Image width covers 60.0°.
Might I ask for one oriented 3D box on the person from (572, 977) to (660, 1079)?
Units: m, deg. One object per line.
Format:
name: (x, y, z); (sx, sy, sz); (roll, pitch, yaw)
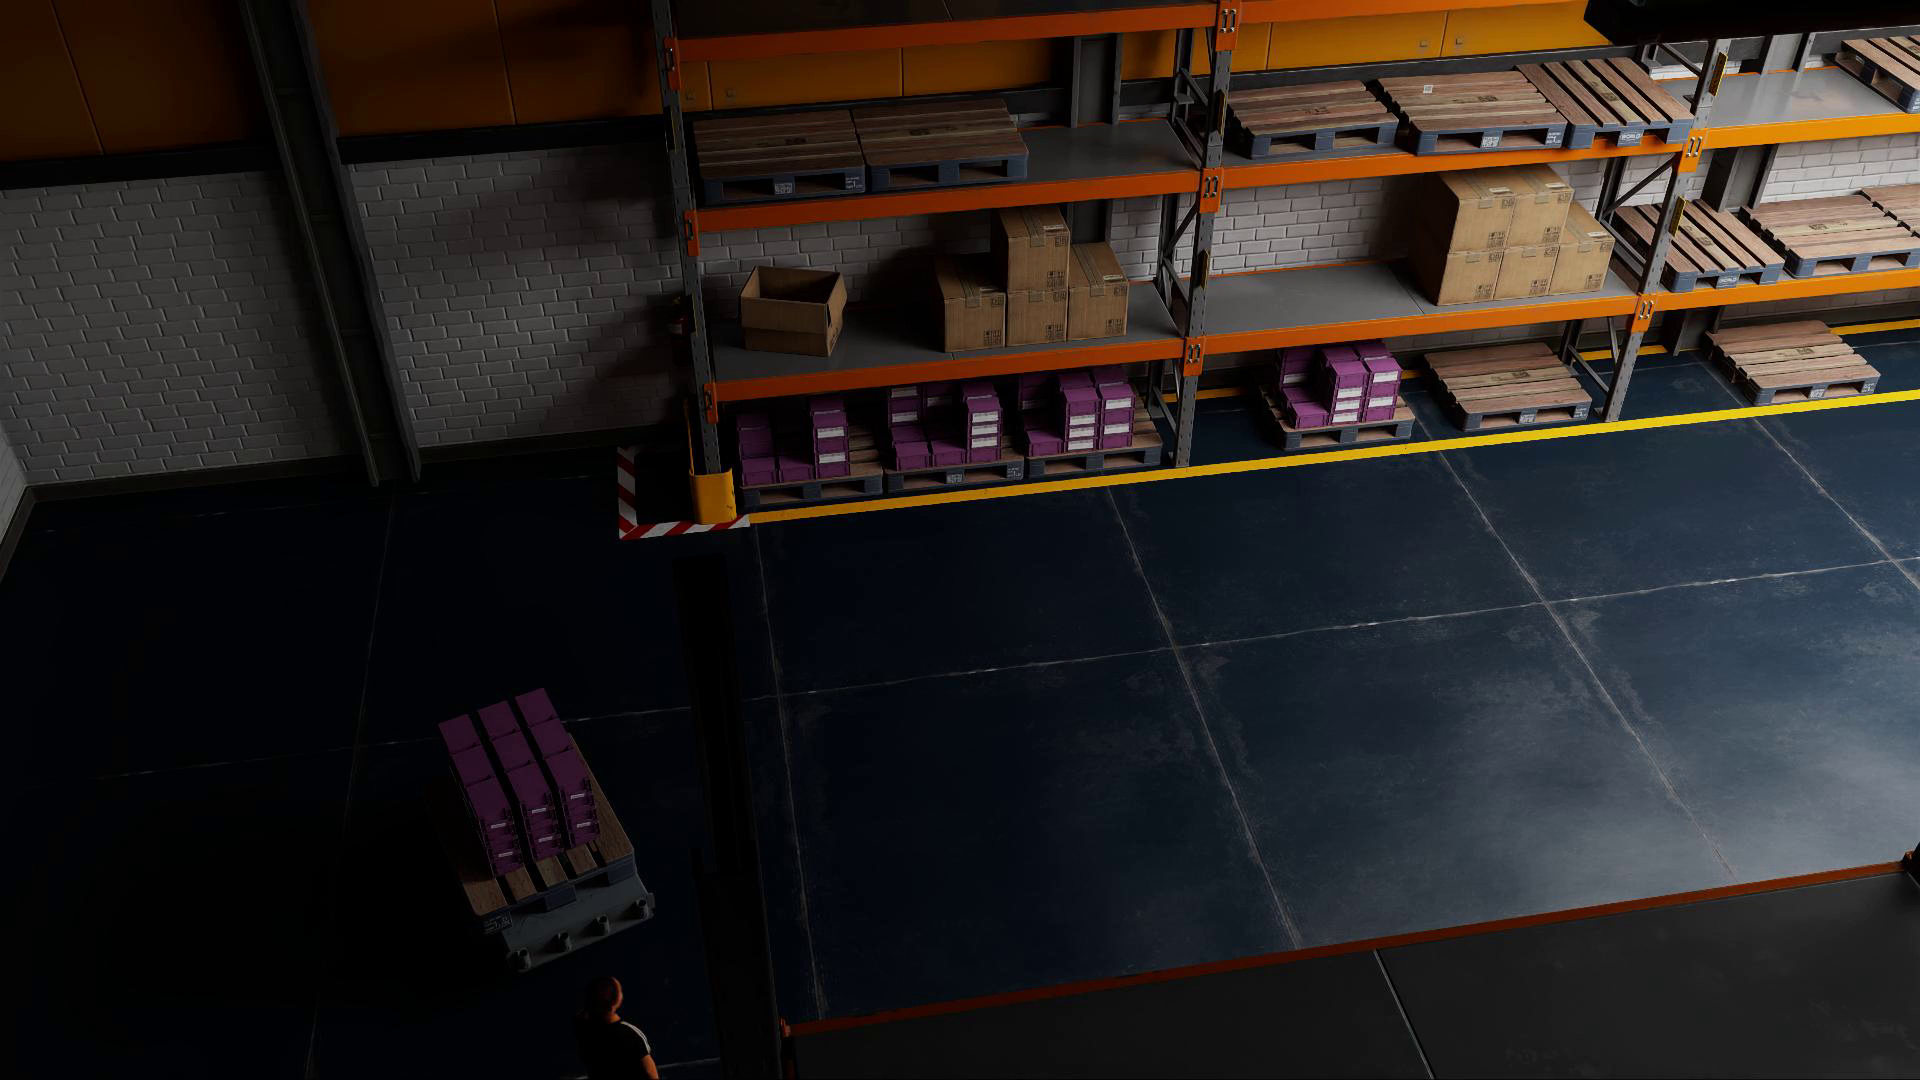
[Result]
person: (-1.780, 2.859, 8.714); (0.600, 1.668, 0.714); (13, 40, 16)
